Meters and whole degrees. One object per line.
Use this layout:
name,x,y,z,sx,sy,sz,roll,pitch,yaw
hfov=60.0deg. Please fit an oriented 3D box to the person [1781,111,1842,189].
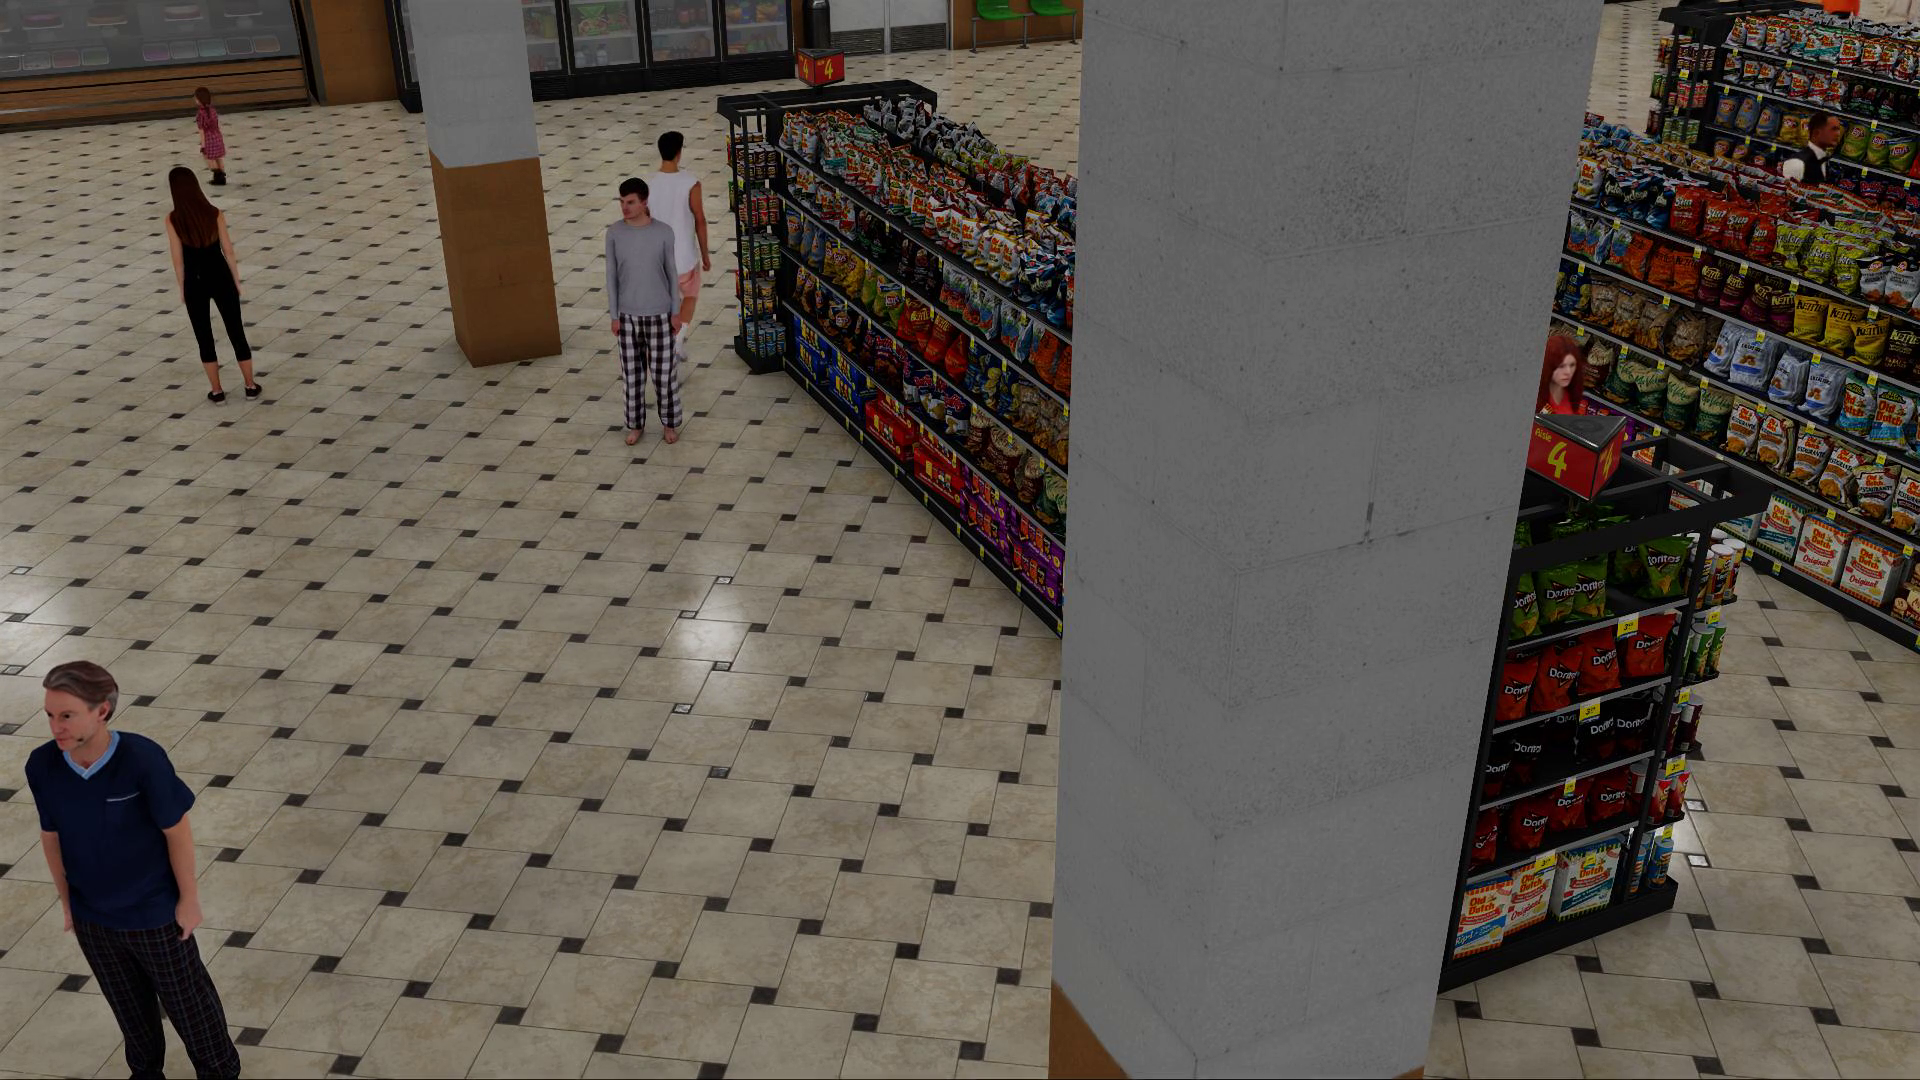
person,6.286,-2.317,12.742,0.976,1.868,1.289,-24,35,-39

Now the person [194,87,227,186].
person,-7.838,-4.224,17.446,0.569,1.015,0.513,11,29,21

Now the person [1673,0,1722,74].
person,8.519,-5.631,19.349,1.055,1.803,1.053,15,30,27

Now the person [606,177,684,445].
person,-2.129,-1.545,11.244,0.698,1.846,0.669,-2,27,-4

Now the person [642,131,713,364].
person,-2.159,-2.134,12.491,0.919,1.768,0.991,1,27,3

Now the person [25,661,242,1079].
person,-2.861,1.235,5.736,0.739,1.871,0.722,2,27,3

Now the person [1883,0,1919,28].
person,11.977,-6.574,21.362,0.687,1.665,0.576,-10,28,-18

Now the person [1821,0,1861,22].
person,11.497,-6.875,21.919,0.666,1.698,1.018,-13,29,-23

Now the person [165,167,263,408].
person,-5.378,-1.810,11.902,0.553,1.724,0.498,-12,29,-23

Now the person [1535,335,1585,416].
person,2.946,-0.188,8.588,0.584,1.828,0.494,-11,29,-21
